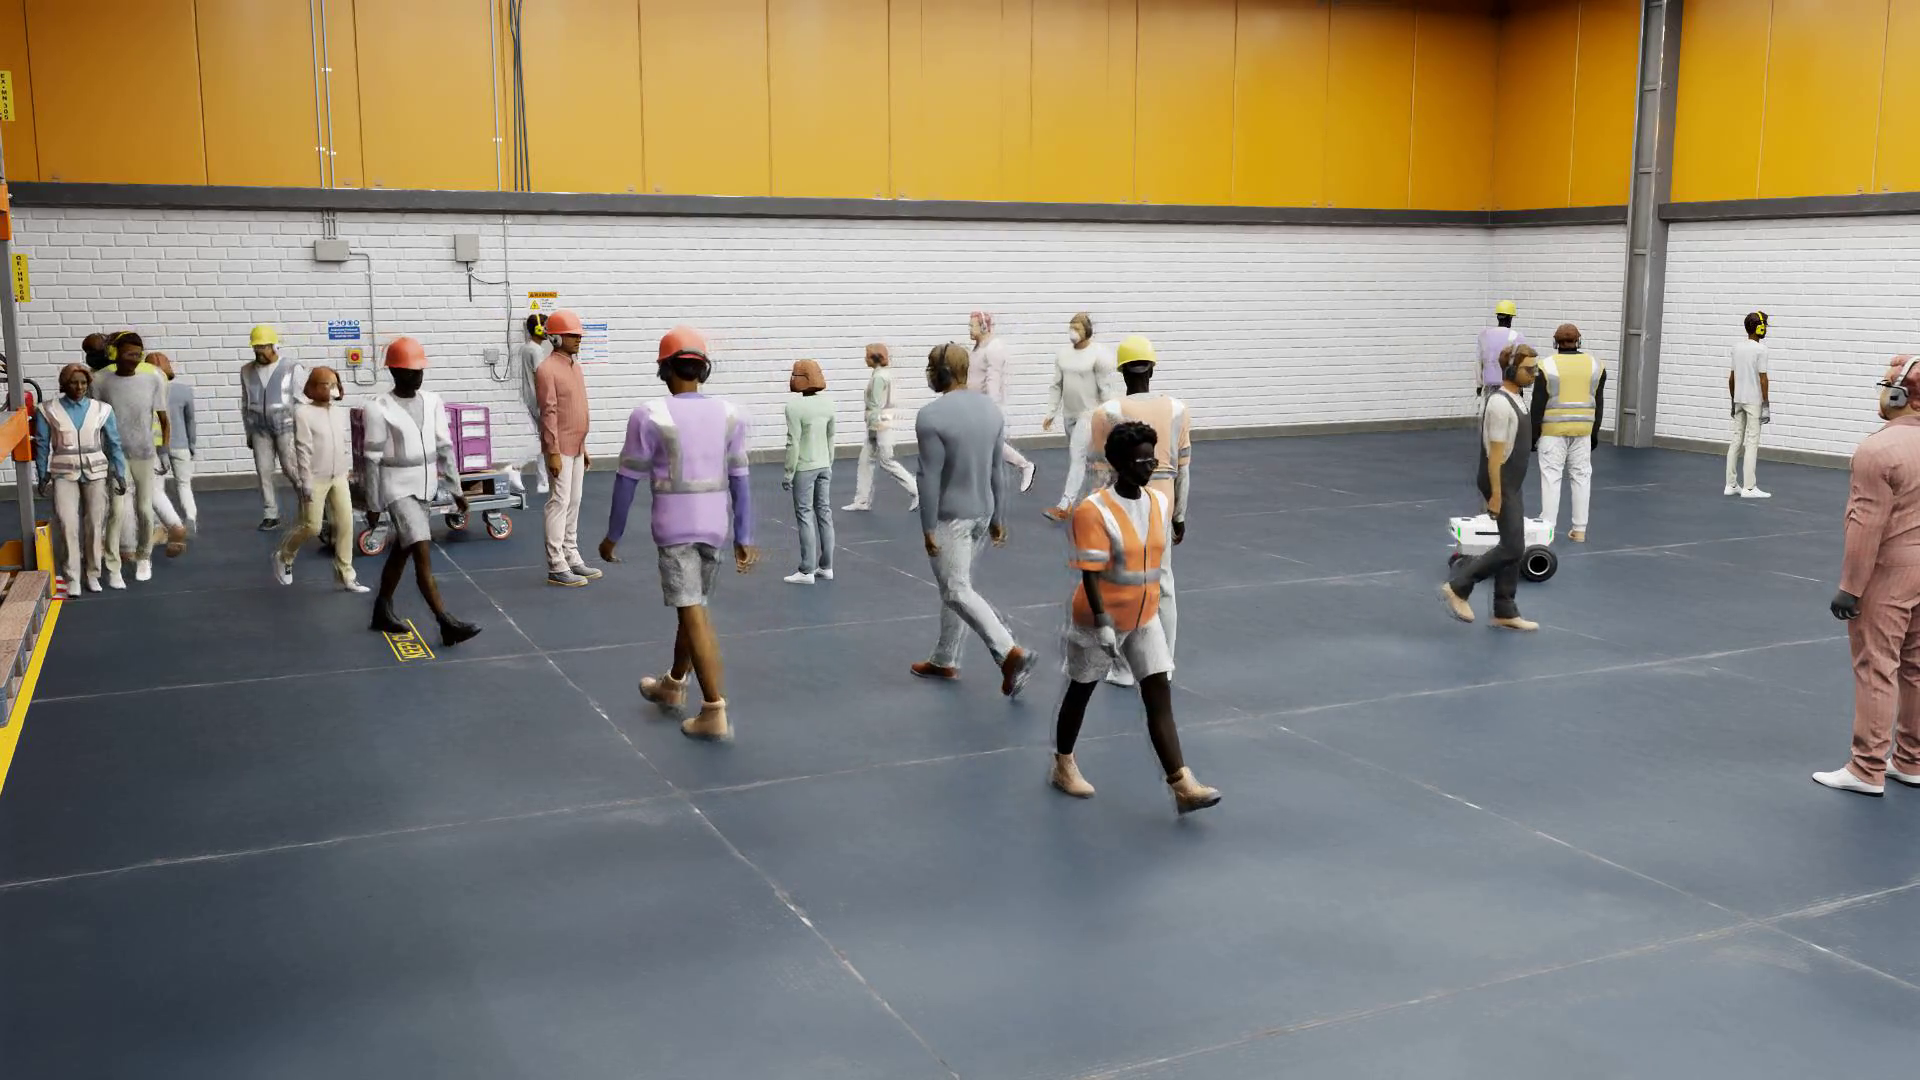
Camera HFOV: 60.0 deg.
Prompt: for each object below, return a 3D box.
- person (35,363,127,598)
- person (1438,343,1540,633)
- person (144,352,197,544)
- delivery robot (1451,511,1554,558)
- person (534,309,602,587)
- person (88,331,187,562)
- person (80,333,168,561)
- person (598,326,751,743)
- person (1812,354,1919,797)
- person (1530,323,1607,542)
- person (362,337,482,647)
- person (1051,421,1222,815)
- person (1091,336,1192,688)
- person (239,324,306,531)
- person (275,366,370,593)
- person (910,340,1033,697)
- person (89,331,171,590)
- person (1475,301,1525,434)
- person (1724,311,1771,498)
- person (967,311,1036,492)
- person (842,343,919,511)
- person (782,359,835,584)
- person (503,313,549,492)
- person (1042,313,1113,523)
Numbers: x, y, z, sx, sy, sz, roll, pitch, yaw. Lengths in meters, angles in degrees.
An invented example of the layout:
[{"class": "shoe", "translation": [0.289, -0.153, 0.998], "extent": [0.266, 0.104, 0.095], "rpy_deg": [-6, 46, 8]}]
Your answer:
[{"class": "person", "translation": [-6.099, -0.411, 11.590], "extent": [0.546, 1.619, 0.603], "rpy_deg": [-7, 11, -37]}, {"class": "person", "translation": [3.387, -0.321, 10.445], "extent": [0.511, 1.831, 0.505], "rpy_deg": [5, 10, 28]}, {"class": "person", "translation": [-6.537, -0.746, 13.711], "extent": [0.509, 1.612, 0.590], "rpy_deg": [-7, 12, -39]}, {"class": "delivery robot", "translation": [4.017, -0.041, 12.346], "extent": [0.707, 0.478, 0.477], "rpy_deg": [1, 9, 9]}, {"class": "person", "translation": [-2.855, -0.668, 12.073], "extent": [0.377, 1.995, 0.612], "rpy_deg": [1, 9, 8]}, {"class": "person", "translation": [-6.367, -0.704, 12.877], "extent": [0.668, 1.821, 0.626], "rpy_deg": [7, 11, 36]}, {"class": "person", "translation": [-6.772, -0.772, 13.373], "extent": [0.617, 1.792, 0.958], "rpy_deg": [6, 11, 33]}, {"class": "person", "translation": [-1.413, -0.045, 8.217], "extent": [0.631, 1.992, 0.991], "rpy_deg": [-9, 13, -43]}, {"class": "person", "translation": [4.044, 0.156, 7.218], "extent": [0.642, 1.913, 0.409], "rpy_deg": [-4, 10, -24]}, {"class": "person", "translation": [5.065, -0.891, 13.952], "extent": [0.619, 1.839, 0.430], "rpy_deg": [0, 9, -2]}, {"class": "person", "translation": [-3.341, -0.299, 10.184], "extent": [1.045, 1.874, 0.549], "rpy_deg": [5, 10, 28]}, {"class": "person", "translation": [0.705, 0.329, 6.929], "extent": [0.551, 1.642, 0.900], "rpy_deg": [-7, 11, -35]}, {"class": "person", "translation": [0.967, -0.148, 9.085], "extent": [0.585, 1.917, 0.381], "rpy_deg": [-3, 10, -18]}, {"class": "person", "translation": [-6.037, -1.002, 14.704], "extent": [0.602, 1.813, 0.571], "rpy_deg": [0, 9, 0]}, {"class": "person", "translation": [-4.532, -0.426, 11.727], "extent": [0.657, 1.615, 0.500], "rpy_deg": [4, 10, 25]}, {"class": "person", "translation": [0.053, -0.112, 8.921], "extent": [0.893, 1.911, 0.627], "rpy_deg": [8, 12, 41]}, {"class": "person", "translation": [-6.008, -0.586, 12.046], "extent": [0.519, 1.840, 0.631], "rpy_deg": [-5, 11, -31]}, {"class": "person", "translation": [6.459, -1.889, 19.861], "extent": [0.595, 1.923, 0.380], "rpy_deg": [8, 12, 42]}, {"class": "person", "translation": [7.968, -1.360, 16.755], "extent": [0.328, 1.870, 0.512], "rpy_deg": [-3, 10, -17]}, {"class": "person", "translation": [0.331, -1.360, 16.717], "extent": [0.778, 1.882, 0.657], "rpy_deg": [-4, 10, -21]}, {"class": "person", "translation": [-0.705, -1.055, 15.651], "extent": [0.766, 1.608, 0.524], "rpy_deg": [-1, 9, -5]}, {"class": "person", "translation": [-1.102, -0.499, 12.136], "extent": [0.279, 1.635, 0.507], "rpy_deg": [7, 11, 35]}, {"class": "person", "translation": [-4.339, -1.380, 16.941], "extent": [0.532, 1.851, 0.538], "rpy_deg": [-3, 10, -20]}, {"class": "person", "translation": [1.102, -1.117, 15.216], "extent": [1.039, 1.893, 0.628], "rpy_deg": [-8, 12, -41]}]
